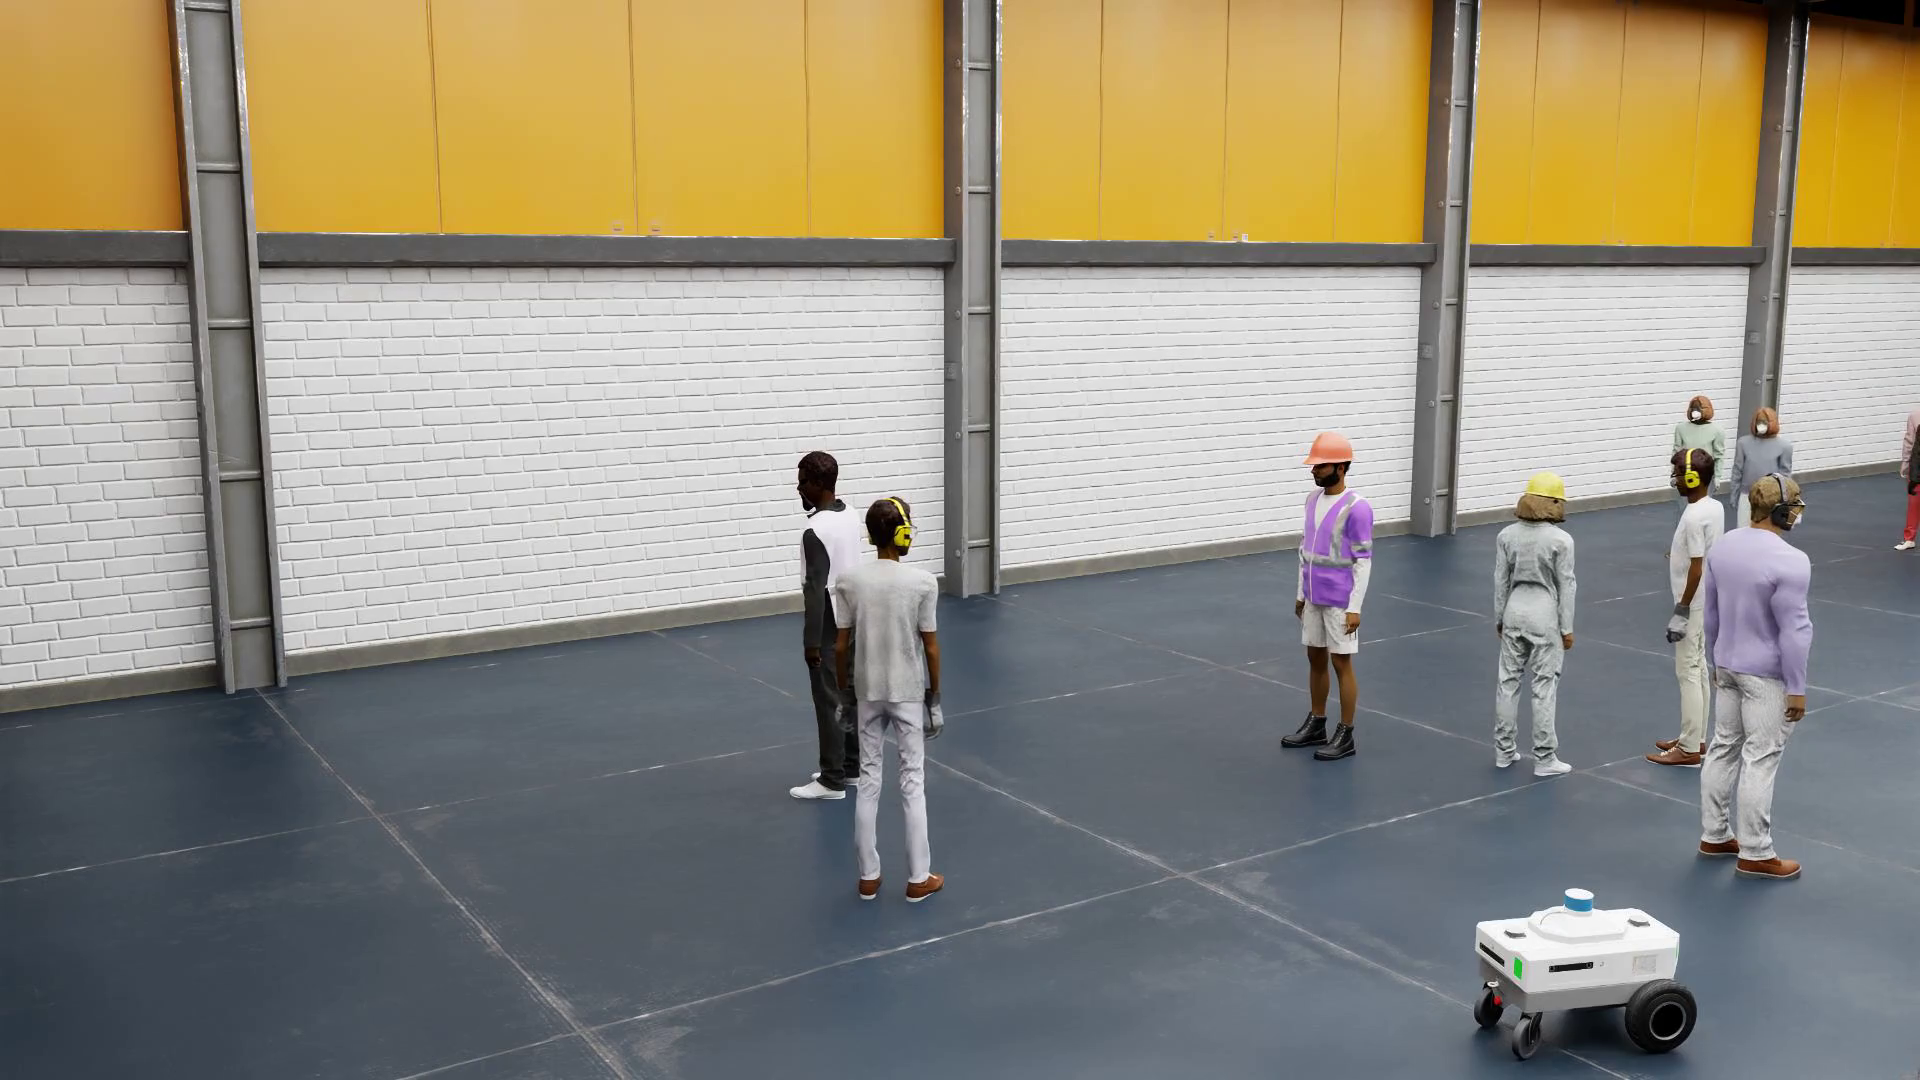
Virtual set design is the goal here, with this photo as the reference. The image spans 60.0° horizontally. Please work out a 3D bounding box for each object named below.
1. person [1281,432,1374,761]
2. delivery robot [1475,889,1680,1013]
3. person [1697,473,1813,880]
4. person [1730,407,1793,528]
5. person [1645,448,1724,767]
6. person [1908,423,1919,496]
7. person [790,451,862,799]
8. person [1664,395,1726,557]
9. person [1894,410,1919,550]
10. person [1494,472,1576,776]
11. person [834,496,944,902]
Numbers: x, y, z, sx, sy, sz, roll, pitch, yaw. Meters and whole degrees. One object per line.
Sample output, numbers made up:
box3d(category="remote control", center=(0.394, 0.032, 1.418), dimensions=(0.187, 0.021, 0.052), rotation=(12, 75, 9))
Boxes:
box3d(category="person", center=(2.171, 0.328, 9.838), dimensions=(0.356, 1.937, 0.552), rotation=(-5, 11, -27))
box3d(category="delivery robot", center=(2.322, 1.563, 6.278), dimensions=(0.707, 0.478, 0.477), rotation=(-2, 10, -12))
box3d(category="person", center=(3.809, 0.641, 7.949), dimensions=(0.359, 1.938, 0.635), rotation=(-2, 10, -12))
box3d(category="person", center=(7.277, -0.400, 15.142), dimensions=(0.505, 1.632, 0.270), rotation=(8, 12, 40))
box3d(category="person", center=(4.236, 0.393, 9.678), dimensions=(0.328, 1.865, 0.520), rotation=(7, 11, 34))
box3d(category="person", center=(9.138, -0.518, 15.404), dimensions=(0.614, 1.778, 0.988), rotation=(8, 13, 41))
box3d(category="person", center=(-0.703, 0.467, 9.096), dimensions=(0.397, 1.911, 0.587), rotation=(3, 10, 17))
box3d(category="person", center=(7.272, -0.614, 16.427), dimensions=(0.501, 1.633, 0.284), rotation=(9, 13, 44))
box3d(category="person", center=(9.792, -0.743, 16.811), dimensions=(0.314, 1.767, 0.534), rotation=(-8, 12, -39))
box3d(category="person", center=(3.309, 0.477, 9.558), dimensions=(0.319, 1.734, 0.483), rotation=(-8, 12, -39))
box3d(category="person", center=(-0.327, 0.733, 7.632), dimensions=(0.521, 1.864, 0.336), rotation=(2, 10, 14))
